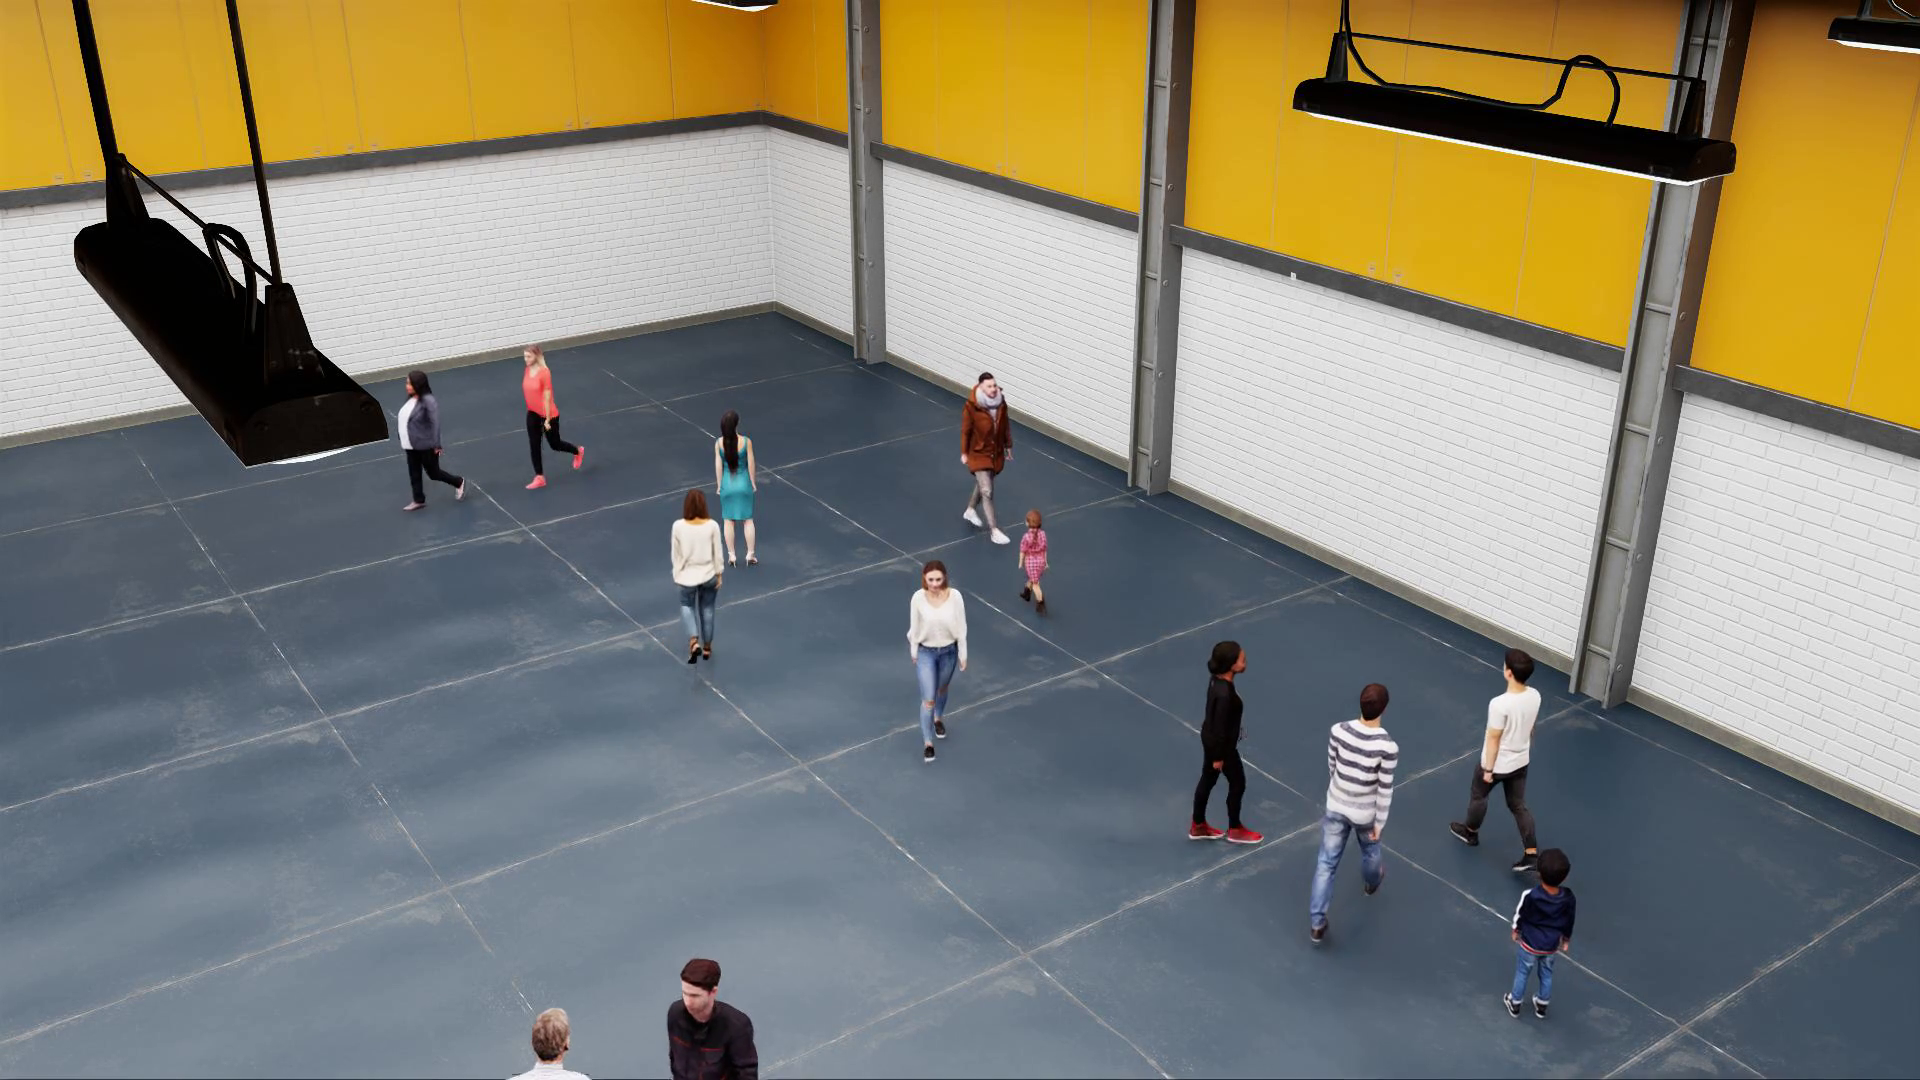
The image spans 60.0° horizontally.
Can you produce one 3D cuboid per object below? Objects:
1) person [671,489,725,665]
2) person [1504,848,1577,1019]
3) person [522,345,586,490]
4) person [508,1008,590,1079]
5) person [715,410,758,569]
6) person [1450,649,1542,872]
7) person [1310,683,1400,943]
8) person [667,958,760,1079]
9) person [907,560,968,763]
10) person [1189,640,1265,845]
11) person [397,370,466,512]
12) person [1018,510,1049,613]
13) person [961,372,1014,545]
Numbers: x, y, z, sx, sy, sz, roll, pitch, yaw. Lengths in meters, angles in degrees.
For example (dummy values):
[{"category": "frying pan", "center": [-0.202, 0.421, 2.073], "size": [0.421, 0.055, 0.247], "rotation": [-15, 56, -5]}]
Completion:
[{"category": "person", "center": [-2.346, 0.367, 14.809], "size": [0.808, 1.667, 0.903], "rotation": [-3, 24, -7]}, {"category": "person", "center": [3.674, 2.490, 10.507], "size": [0.597, 1.222, 0.646], "rotation": [2, 24, 4]}, {"category": "person", "center": [-4.653, -1.414, 18.885], "size": [1.046, 1.665, 0.893], "rotation": [15, 28, 31]}, {"category": "person", "center": [-1.998, 3.196, 8.217], "size": [0.932, 1.763, 1.226], "rotation": [-5, 24, -12]}, {"category": "person", "center": [-2.265, -0.521, 16.816], "size": [0.625, 1.685, 0.640], "rotation": [-1, 24, -3]}, {"category": "person", "center": [3.974, 1.607, 11.944], "size": [0.762, 1.689, 1.126], "rotation": [-11, 26, -23]}, {"category": "person", "center": [2.609, 1.873, 11.208], "size": [1.242, 1.792, 1.083], "rotation": [12, 26, 25]}, {"category": "person", "center": [-1.218, 2.936, 8.638], "size": [1.223, 1.902, 1.183], "rotation": [8, 25, 18]}, {"category": "person", "center": [-0.193, 0.901, 13.596], "size": [0.884, 1.660, 1.051], "rotation": [-3, 24, -7]}, {"category": "person", "center": [1.838, 1.499, 12.231], "size": [0.864, 1.657, 0.834], "rotation": [-1, 24, -3]}, {"category": "person", "center": [-5.837, -1.101, 18.281], "size": [0.962, 1.575, 0.879], "rotation": [19, 30, 37]}, {"category": "person", "center": [0.725, 0.219, 15.969], "size": [0.462, 1.009, 0.748], "rotation": [-13, 27, -27]}, {"category": "person", "center": [0.224, -0.903, 17.553], "size": [0.736, 1.796, 1.109], "rotation": [-17, 29, -33]}]
